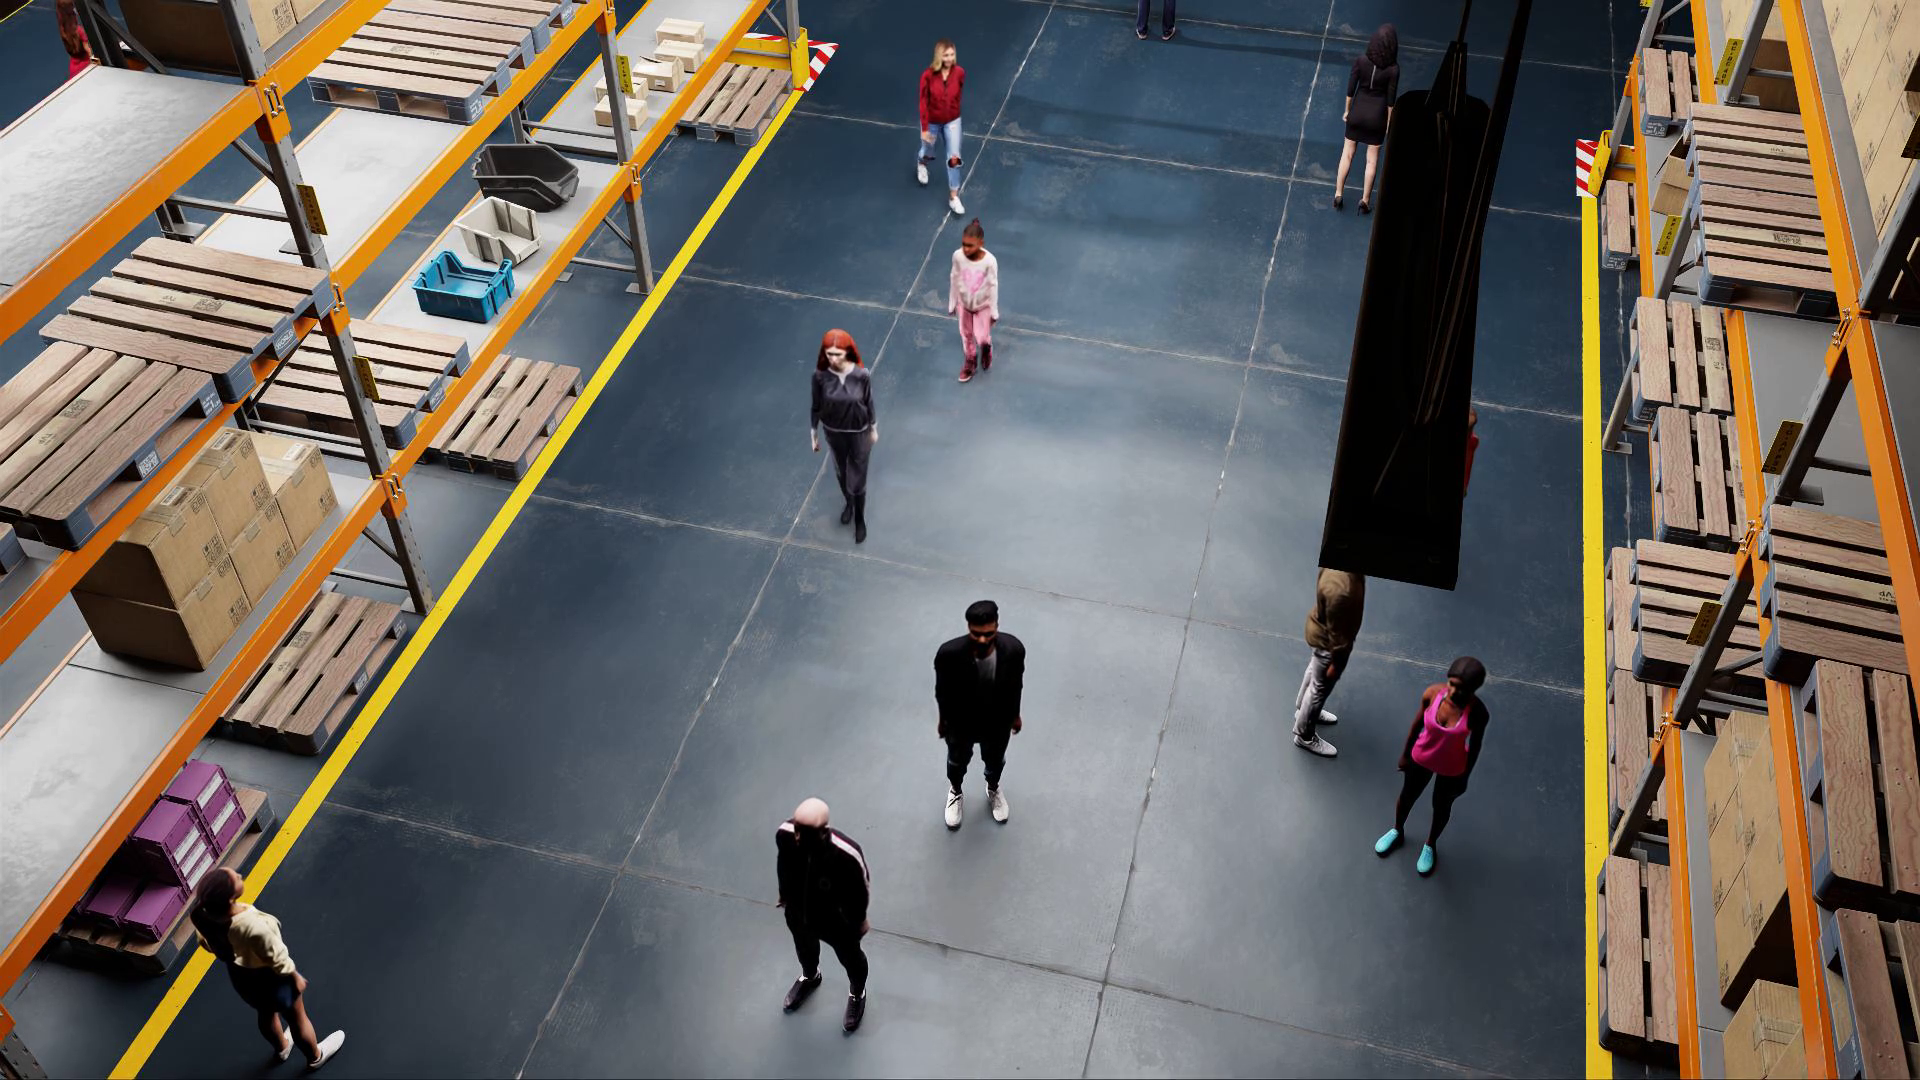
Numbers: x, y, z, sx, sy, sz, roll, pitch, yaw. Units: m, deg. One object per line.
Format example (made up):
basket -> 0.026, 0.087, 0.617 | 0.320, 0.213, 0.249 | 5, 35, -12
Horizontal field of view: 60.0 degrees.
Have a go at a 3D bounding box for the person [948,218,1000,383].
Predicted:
person -> 0.141, -1.933, 13.239 | 0.589, 1.437, 0.650 | 15, 46, 15

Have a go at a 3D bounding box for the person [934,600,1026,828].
person -> 0.113, 1.002, 9.884 | 0.772, 1.815, 0.740 | -5, 44, -5

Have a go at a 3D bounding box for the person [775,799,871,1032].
person -> -0.721, 1.963, 8.861 | 0.719, 1.836, 0.620 | 17, 46, 17

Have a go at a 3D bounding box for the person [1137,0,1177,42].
person -> 2.089, -6.123, 17.336 | 0.695, 1.853, 0.603 | 6, 44, 6

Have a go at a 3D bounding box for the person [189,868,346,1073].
person -> -3.664, 2.258, 8.699 | 0.654, 1.631, 0.576 | 15, 46, 15

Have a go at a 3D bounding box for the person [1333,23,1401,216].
person -> 3.639, -3.747, 14.877 | 0.639, 1.804, 0.555 | 20, 47, 20

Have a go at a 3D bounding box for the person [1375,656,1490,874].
person -> 2.781, 1.283, 9.655 | 0.633, 1.724, 0.642 | 25, 49, 24

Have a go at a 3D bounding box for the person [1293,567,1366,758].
person -> 2.304, 0.595, 10.304 | 0.790, 1.825, 0.514 | 8, 44, 9

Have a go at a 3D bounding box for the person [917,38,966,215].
person -> -0.207, -3.806, 15.088 | 0.972, 1.599, 1.151 | -13, 45, -13

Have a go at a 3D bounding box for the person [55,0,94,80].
person -> -8.288, -4.393, 15.743 | 0.623, 1.544, 0.780 | 18, 46, 18

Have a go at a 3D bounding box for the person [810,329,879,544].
person -> -0.799, -0.820, 11.838 | 0.663, 1.758, 0.728 | 4, 44, 4
